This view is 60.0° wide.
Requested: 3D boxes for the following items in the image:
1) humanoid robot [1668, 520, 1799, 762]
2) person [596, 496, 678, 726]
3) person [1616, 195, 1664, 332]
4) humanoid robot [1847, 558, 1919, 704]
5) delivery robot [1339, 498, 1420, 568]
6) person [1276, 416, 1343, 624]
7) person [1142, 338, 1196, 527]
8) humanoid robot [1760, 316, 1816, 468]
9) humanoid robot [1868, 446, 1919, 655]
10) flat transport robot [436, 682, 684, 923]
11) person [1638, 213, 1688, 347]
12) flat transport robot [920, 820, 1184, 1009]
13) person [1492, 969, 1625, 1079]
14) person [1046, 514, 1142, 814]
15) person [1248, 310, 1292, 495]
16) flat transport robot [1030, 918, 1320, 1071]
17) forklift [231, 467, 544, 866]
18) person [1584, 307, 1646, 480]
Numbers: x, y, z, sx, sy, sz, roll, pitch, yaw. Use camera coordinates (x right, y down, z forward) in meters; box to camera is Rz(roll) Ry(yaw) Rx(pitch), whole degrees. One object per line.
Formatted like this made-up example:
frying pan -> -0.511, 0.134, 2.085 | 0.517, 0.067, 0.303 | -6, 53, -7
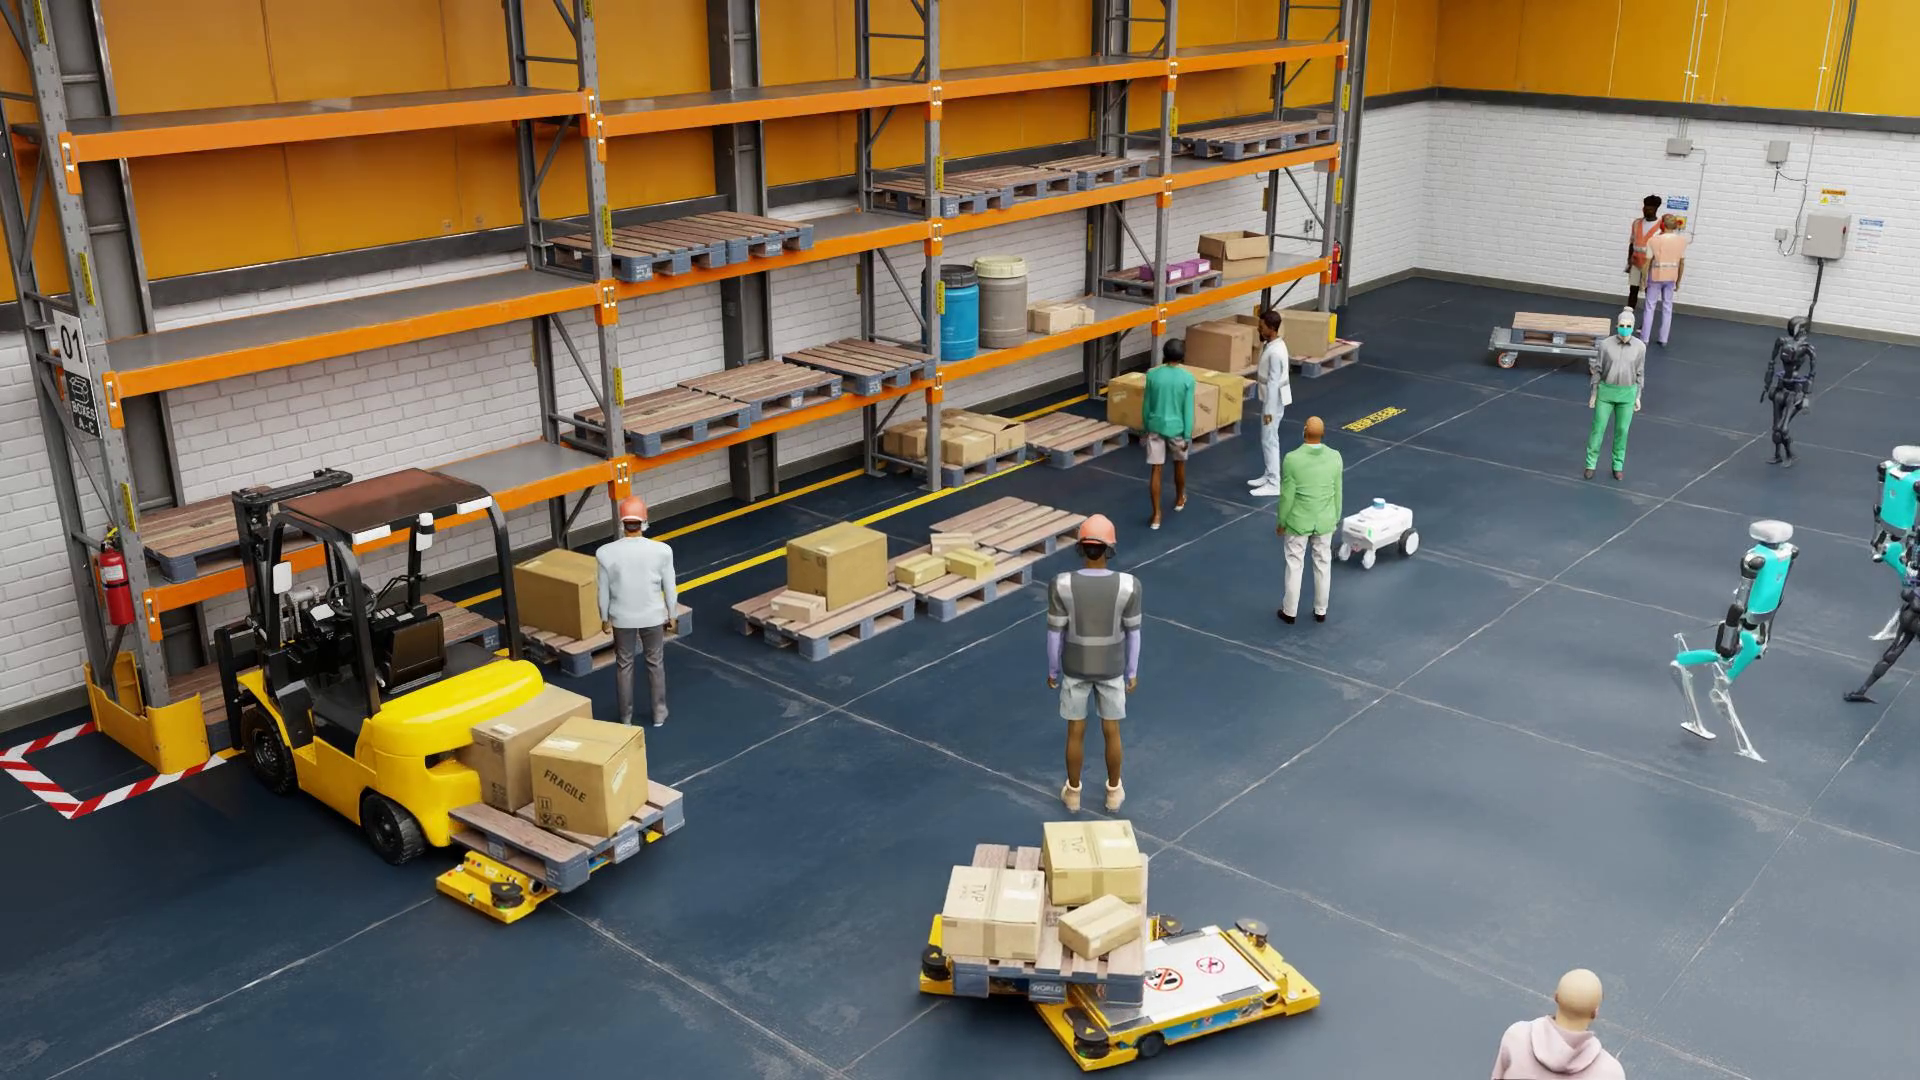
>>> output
humanoid robot -> 5.351, 0.669, 11.648 | 0.542, 1.798, 0.830 | -13, 24, -31
person -> -2.323, 0.524, 12.010 | 0.572, 1.739, 0.351 | -4, 21, -10
person -> 9.833, -3.967, 23.855 | 0.369, 1.963, 0.606 | -15, 25, -35
humanoid robot -> 7.109, 0.509, 12.232 | 0.828, 1.620, 0.615 | 4, 21, 10
delivery robot -> 3.850, -0.089, 15.369 | 0.767, 0.587, 0.499 | -17, 26, -39
person -> 2.888, -0.157, 13.791 | 0.539, 1.784, 0.385 | -2, 20, -5
person -> 2.033, -1.091, 16.291 | 0.520, 1.807, 0.939 | 4, 21, 11
humanoid robot -> 8.892, -1.599, 17.852 | 0.368, 1.643, 0.611 | -9, 22, -24
humanoid robot -> 7.558, 0.152, 13.166 | 0.765, 1.886, 0.562 | -4, 21, -12
flat transport robot -> -2.491, 1.902, 10.399 | 0.659, 0.231, 1.431 | 14, 24, 33
person -> 9.699, -3.575, 22.974 | 0.565, 1.840, 0.381 | 0, 20, 0
flat transport robot -> 0.528, 2.311, 9.288 | 1.431, 0.231, 0.659 | 2, 20, 7
person -> 2.324, 2.497, 6.612 | 0.541, 1.771, 0.404 | 14, 24, 33
person -> 0.858, 0.816, 10.803 | 0.607, 2.030, 0.406 | 1, 20, 2
person -> 3.189, -1.402, 16.987 | 0.390, 1.909, 0.601 | 2, 20, 7
flat transport robot -> 1.156, 2.433, 8.958 | 1.431, 0.231, 0.659 | -9, 22, -22
forklift -> -3.730, 0.710, 10.856 | 2.313, 2.155, 1.214 | 17, 26, 38
person -> 6.879, -1.532, 17.436 | 0.526, 1.837, 0.328 | 5, 21, 13
